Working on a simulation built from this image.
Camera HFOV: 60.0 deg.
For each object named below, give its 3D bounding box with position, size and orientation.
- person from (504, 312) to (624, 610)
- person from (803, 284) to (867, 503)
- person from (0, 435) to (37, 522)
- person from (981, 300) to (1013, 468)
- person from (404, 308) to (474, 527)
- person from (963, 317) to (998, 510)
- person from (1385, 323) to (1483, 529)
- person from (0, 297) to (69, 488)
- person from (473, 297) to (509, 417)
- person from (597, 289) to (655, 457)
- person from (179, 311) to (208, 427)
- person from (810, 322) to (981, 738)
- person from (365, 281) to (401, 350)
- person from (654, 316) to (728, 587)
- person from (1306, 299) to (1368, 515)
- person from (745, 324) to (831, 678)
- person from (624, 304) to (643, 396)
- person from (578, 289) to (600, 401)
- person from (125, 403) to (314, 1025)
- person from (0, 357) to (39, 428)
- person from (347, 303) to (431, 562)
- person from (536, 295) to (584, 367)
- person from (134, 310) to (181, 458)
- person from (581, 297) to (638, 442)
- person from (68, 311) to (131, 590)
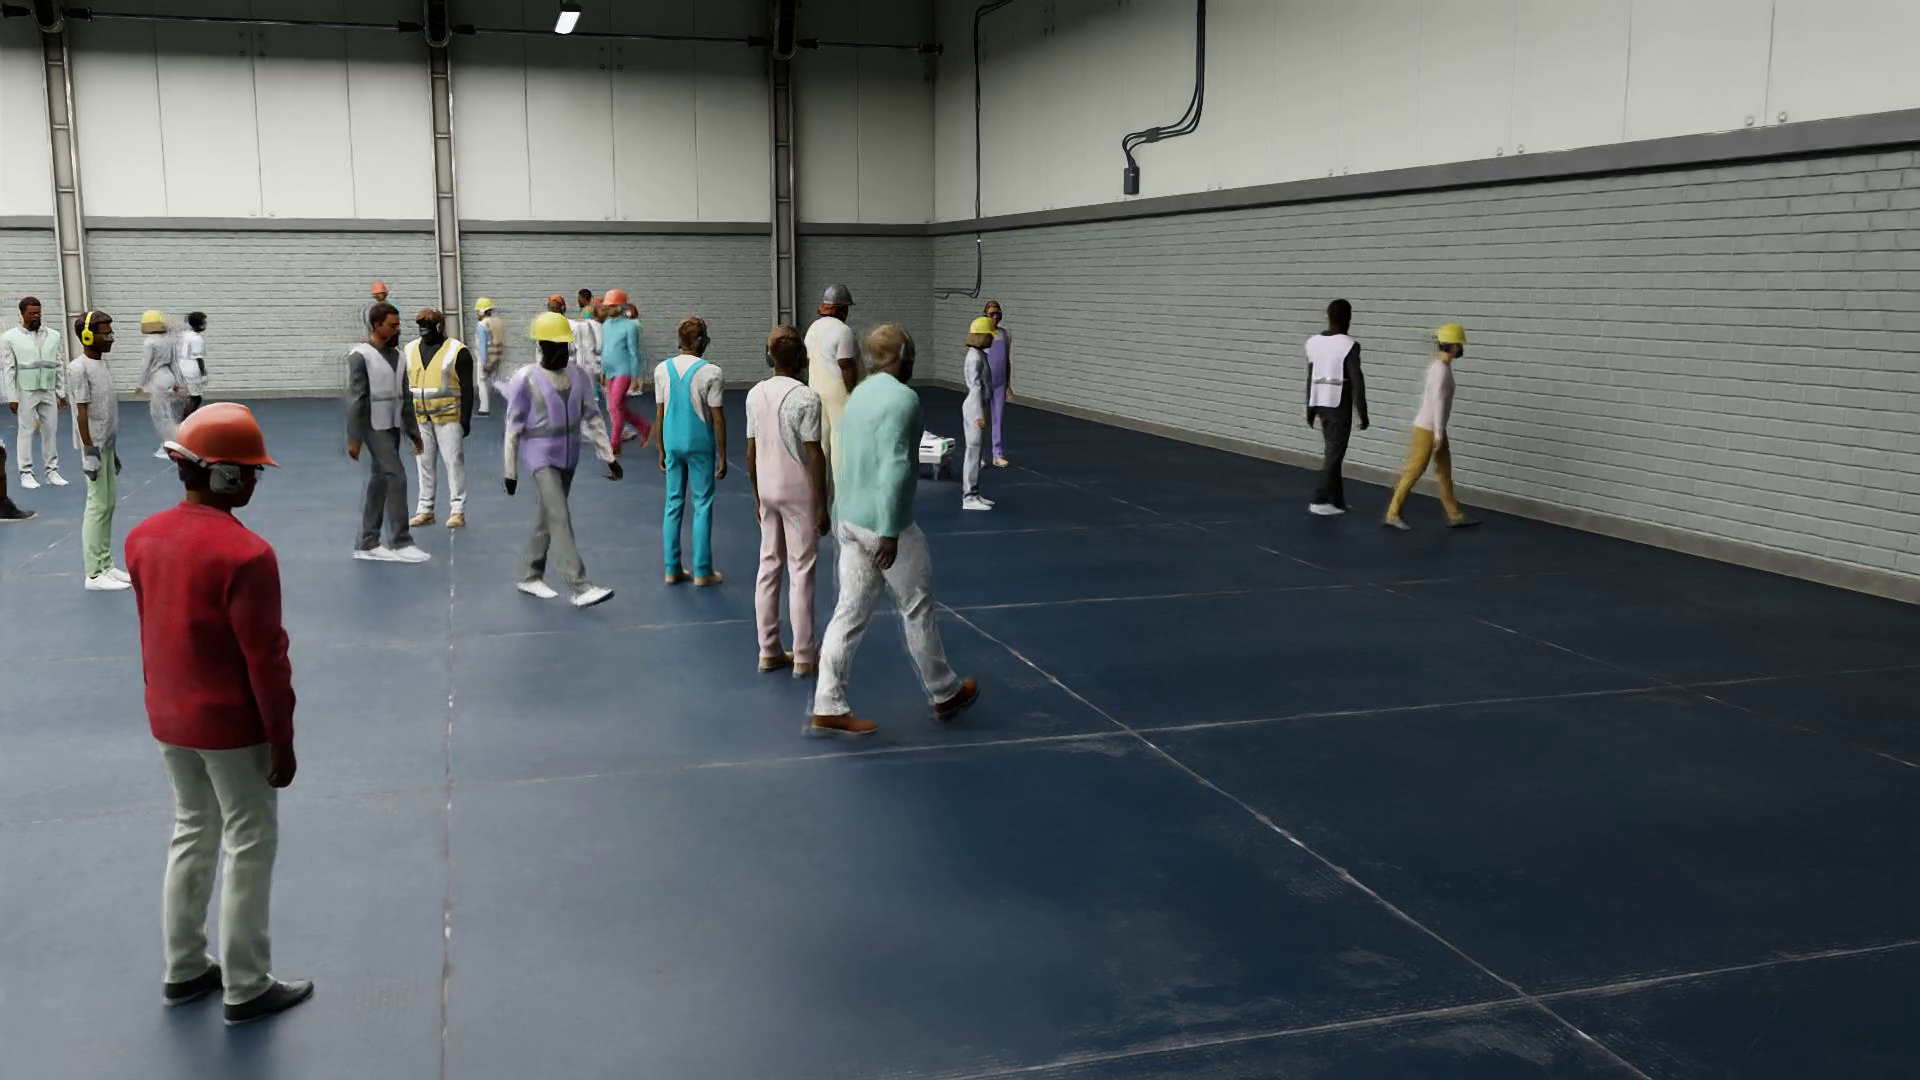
[{"bbox_3d":[-2.550,-0.504,10.571,1.011,1.869,0.596,6,11,33],"label":"person"},{"bbox_3d":[-1.128,-1.370,15.550,0.535,2.000,0.684,-7,11,-37],"label":"person"},{"bbox_3d":[-8.446,-1.078,14.050,0.916,1.936,0.597,-8,12,-41],"label":"person"},{"bbox_3d":[0.349,-1.715,18.372,0.508,1.846,0.345,-4,10,-25],"label":"person"},{"bbox_3d":[-4.394,-1.021,13.955,0.626,1.843,0.430,2,9,11],"label":"person"},{"bbox_3d":[0.186,-1.145,15.084,0.319,1.742,0.488,1,9,6],"label":"person"},{"bbox_3d":[3.947,-0.932,13.799,0.681,1.756,0.542,3,9,19],"label":"person"},{"bbox_3d":[-9.252,-1.470,16.627,0.390,1.911,0.584,5,10,29],"label":"person"},{"bbox_3d":[-7.021,-2.738,24.980,0.646,1.811,0.591,3,9,18],"label":"person"},{"bbox_3d":[-3.959,-1.966,19.571,0.817,1.971,0.635,-9,12,-43],"label":"person"},{"bbox_3d":[-10.065,-2.177,21.872,0.405,1.658,0.556,-6,11,-35],"label":"person"},{"bbox_3d":[-0.294,-0.049,7.645,0.961,1.873,0.703,-5,10,-31],"label":"person"},{"bbox_3d":[-9.904,-3.407,28.539,0.613,2.043,0.380,1,9,5],"label":"person"},{"bbox_3d":[-1.809,-0.589,11.233,0.518,1.835,0.352,3,9,16],"label":"person"},{"bbox_3d":[3.334,-1.169,14.694,0.533,1.908,0.615,-5,10,-31],"label":"person"},{"bbox_3d":[-0.885,-0.200,8.700,0.509,1.846,0.342,6,11,35],"label":"person"},{"bbox_3d":[-5.871,-3.401,29.788,0.274,1.636,0.507,-8,12,-42],"label":"person"},{"bbox_3d":[-6.336,-3.335,28.473,0.371,1.916,0.597,-1,9,-6],"label":"person"},{"bbox_3d":[-2.061,0.485,4.682,0.574,1.737,0.354,5,10,29],"label":"person"},{"bbox_3d":[-12.854,-2.351,22.136,0.971,1.955,0.642,-1,9,-6],"label":"person"},{"bbox_3d":[-4.125,-0.777,12.186,0.789,1.895,0.606,2,9,12],"label":"person"},{"bbox_3d":[-4.920,-2.060,20.446,0.583,1.882,0.337,1,9,4],"label":"person"},{"bbox_3d":[-9.298,-1.790,19.252,0.539,1.717,0.481,0,9,1],"label":"person"},{"bbox_3d":[-4.489,-2.131,21.032,0.932,1.838,0.567,7,11,39],"label":"person"},{"bbox_3d":[-5.767,-0.598,11.178,0.315,1.866,0.533,-2,9,-12],"label":"person"}]
